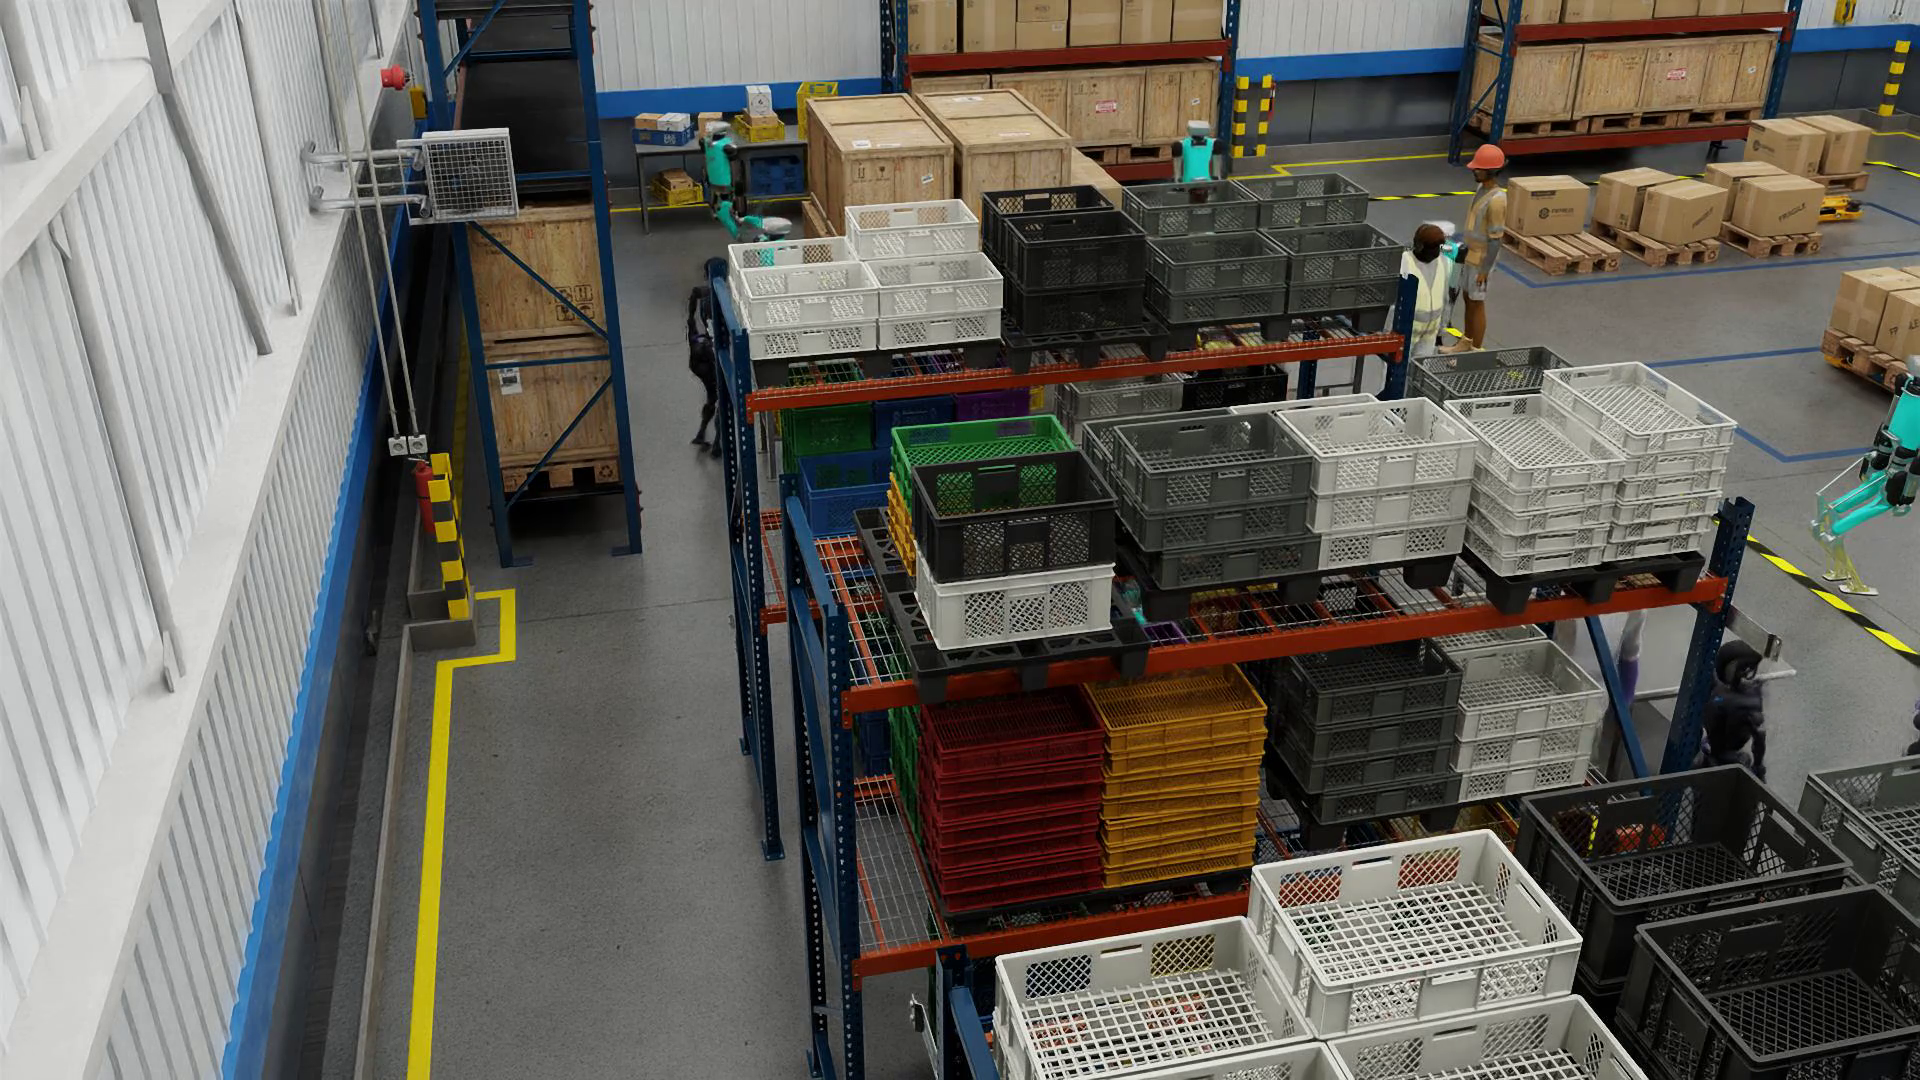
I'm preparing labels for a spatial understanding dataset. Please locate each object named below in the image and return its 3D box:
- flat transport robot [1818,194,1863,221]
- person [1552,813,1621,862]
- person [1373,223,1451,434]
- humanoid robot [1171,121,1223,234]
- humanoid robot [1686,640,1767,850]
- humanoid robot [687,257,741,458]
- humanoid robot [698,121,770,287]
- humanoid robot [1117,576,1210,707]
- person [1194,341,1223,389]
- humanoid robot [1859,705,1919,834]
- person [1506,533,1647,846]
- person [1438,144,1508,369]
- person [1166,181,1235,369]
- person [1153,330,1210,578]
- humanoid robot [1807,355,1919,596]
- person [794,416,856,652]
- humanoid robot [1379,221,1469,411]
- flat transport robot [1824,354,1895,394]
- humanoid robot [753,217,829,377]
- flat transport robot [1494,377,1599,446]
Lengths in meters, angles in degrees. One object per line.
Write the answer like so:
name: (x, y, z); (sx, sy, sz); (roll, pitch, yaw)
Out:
flat transport robot: (9.993, -4.111, 19.816); (0.652, 0.197, 1.431); (-6, 28, -12)
person: (2.418, 1.888, 6.746); (0.334, 1.872, 0.512); (8, 29, 15)
person: (3.695, -1.694, 13.586); (0.623, 1.835, 0.432); (-10, 29, -19)
humanoid robot: (2.417, -3.274, 16.705); (0.538, 1.739, 1.027); (-4, 28, -7)
humanoid robot: (3.763, 1.214, 8.269); (0.579, 1.626, 0.613); (-4, 28, -8)
humanoid robot: (-1.958, -1.460, 13.299); (0.608, 1.644, 0.321); (16, 32, 28)
humanoid robot: (-2.171, -3.496, 17.137); (0.538, 1.770, 0.966); (23, 36, 37)
humanoid robot: (1.183, 0.899, 8.816); (1.040, 1.769, 0.548); (-7, 29, -12)
person: (1.793, -0.565, 11.555); (0.806, 1.721, 0.534); (2, 28, 3)
humanoid robot: (5.135, 0.993, 8.661); (0.600, 1.645, 0.472); (-12, 30, -21)
person: (3.153, 0.820, 8.624); (0.642, 2.025, 0.461); (-6, 28, -11)
person: (4.639, -2.539, 14.964); (0.371, 2.040, 0.614); (1, 28, 1)
person: (2.038, -2.198, 14.494); (0.959, 1.880, 0.596); (-6, 28, -10)
person: (1.516, -0.544, 11.369); (0.517, 1.865, 0.328); (25, 37, 39)
humanoid robot: (6.062, -0.426, 11.140); (0.735, 1.672, 0.533); (-1, 28, -2)
person: (-0.855, -0.059, 10.482); (0.498, 1.839, 0.342); (-19, 33, -31)
humanoid robot: (3.811, -1.860, 14.017); (0.550, 1.809, 0.726); (-9, 29, -16)
flat transport robot: (8.473, -1.467, 14.800); (0.652, 0.197, 1.431); (-6, 28, -12)
humanoid robot: (-1.316, -1.912, 14.051); (0.742, 1.749, 0.535); (-19, 33, -31)
flat transport robot: (4.780, -1.036, 14.013); (0.659, 0.231, 1.431); (-6, 28, -12)
